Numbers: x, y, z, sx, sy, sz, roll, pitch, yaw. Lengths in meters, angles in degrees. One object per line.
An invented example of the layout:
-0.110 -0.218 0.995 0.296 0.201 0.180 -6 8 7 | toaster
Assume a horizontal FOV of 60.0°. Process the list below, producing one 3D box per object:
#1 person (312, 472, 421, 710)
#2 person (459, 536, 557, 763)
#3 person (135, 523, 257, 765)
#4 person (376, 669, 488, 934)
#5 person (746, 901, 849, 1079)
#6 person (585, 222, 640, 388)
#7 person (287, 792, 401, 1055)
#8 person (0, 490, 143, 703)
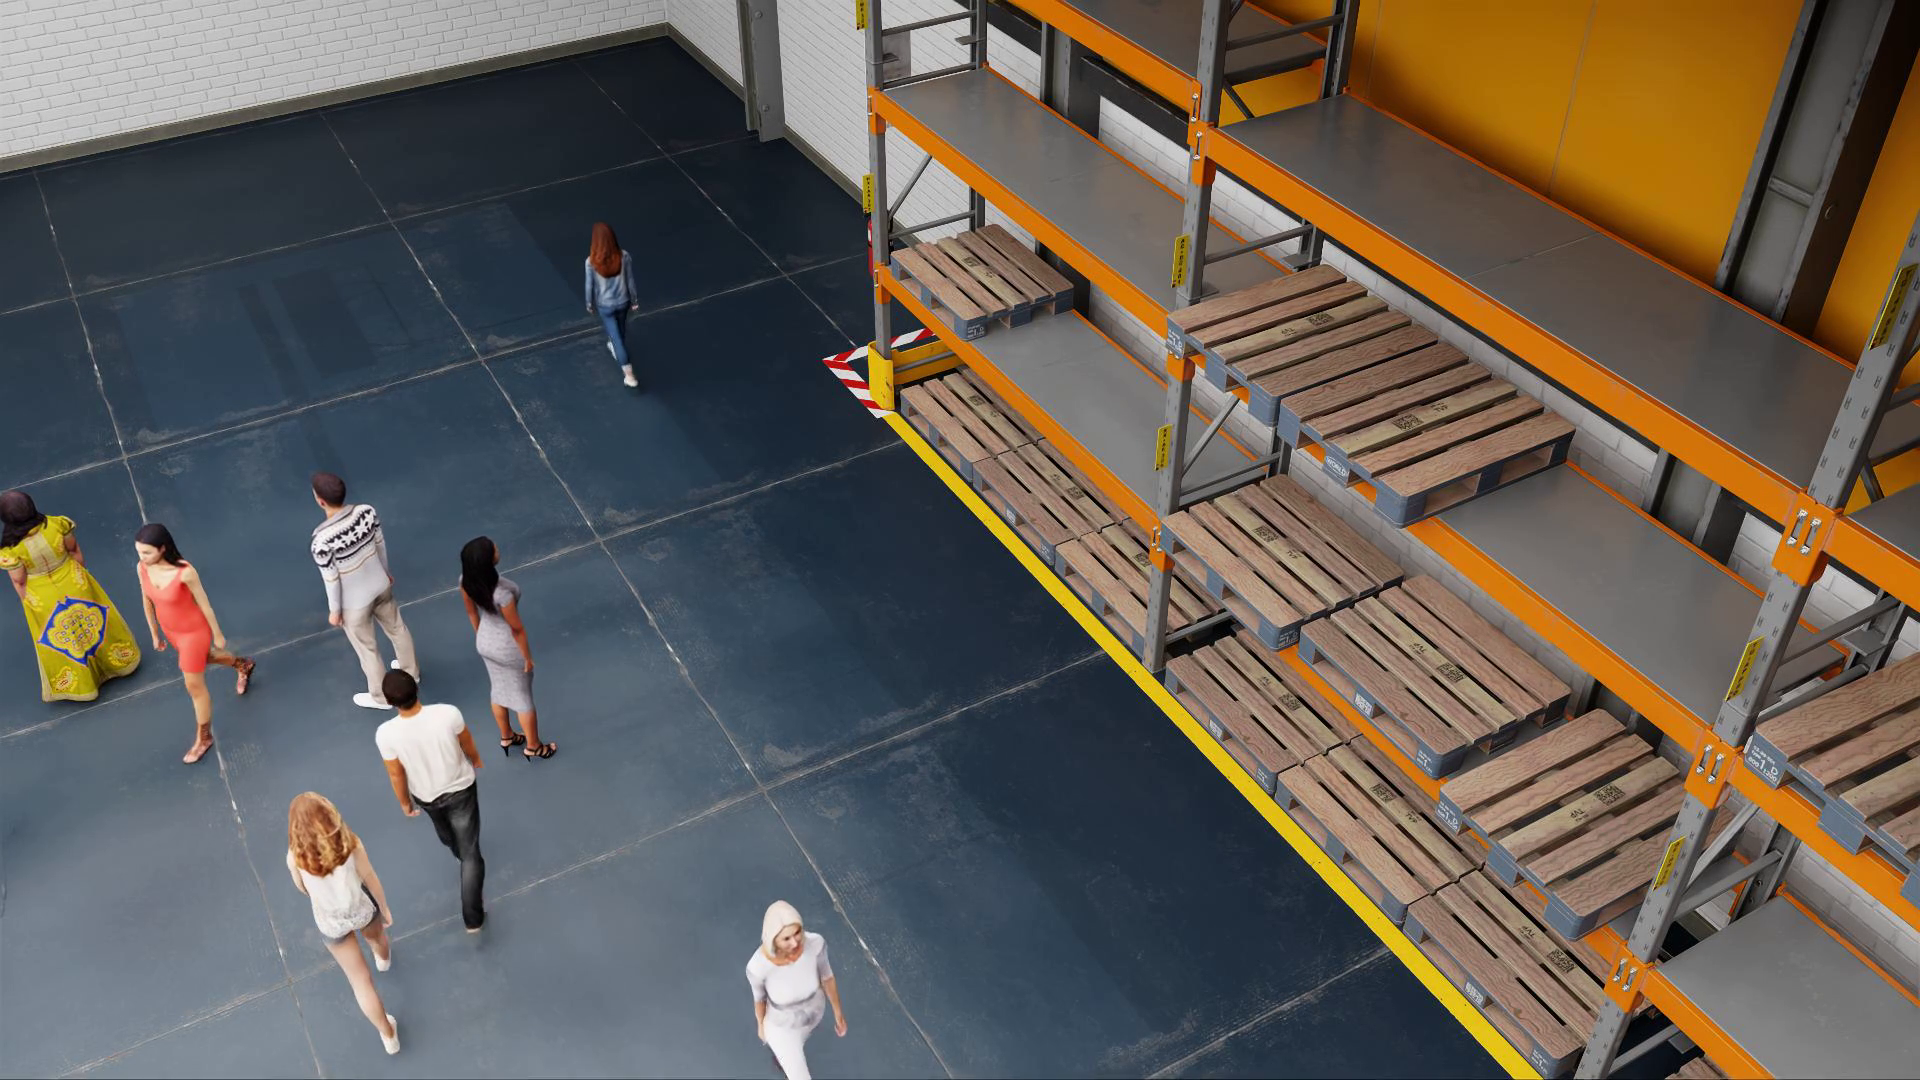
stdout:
-3.925 0.329 10.926 0.765 1.862 0.770 19 43 23 | person
-2.890 0.705 10.519 0.612 1.781 0.720 21 43 24 | person
-4.962 0.546 10.795 1.095 1.685 1.165 10 40 12 | person
-2.960 1.498 9.544 0.876 1.760 1.254 -8 39 -10 | person
-0.882 2.375 8.486 0.630 1.709 1.098 -23 44 -26 | person
-2.926 -1.977 14.146 0.613 1.447 1.028 -17 42 -21 | person
-3.232 2.096 8.823 0.591 1.725 1.033 -17 42 -21 | person
-6.007 0.350 11.061 0.948 1.660 0.971 25 45 28 | person
